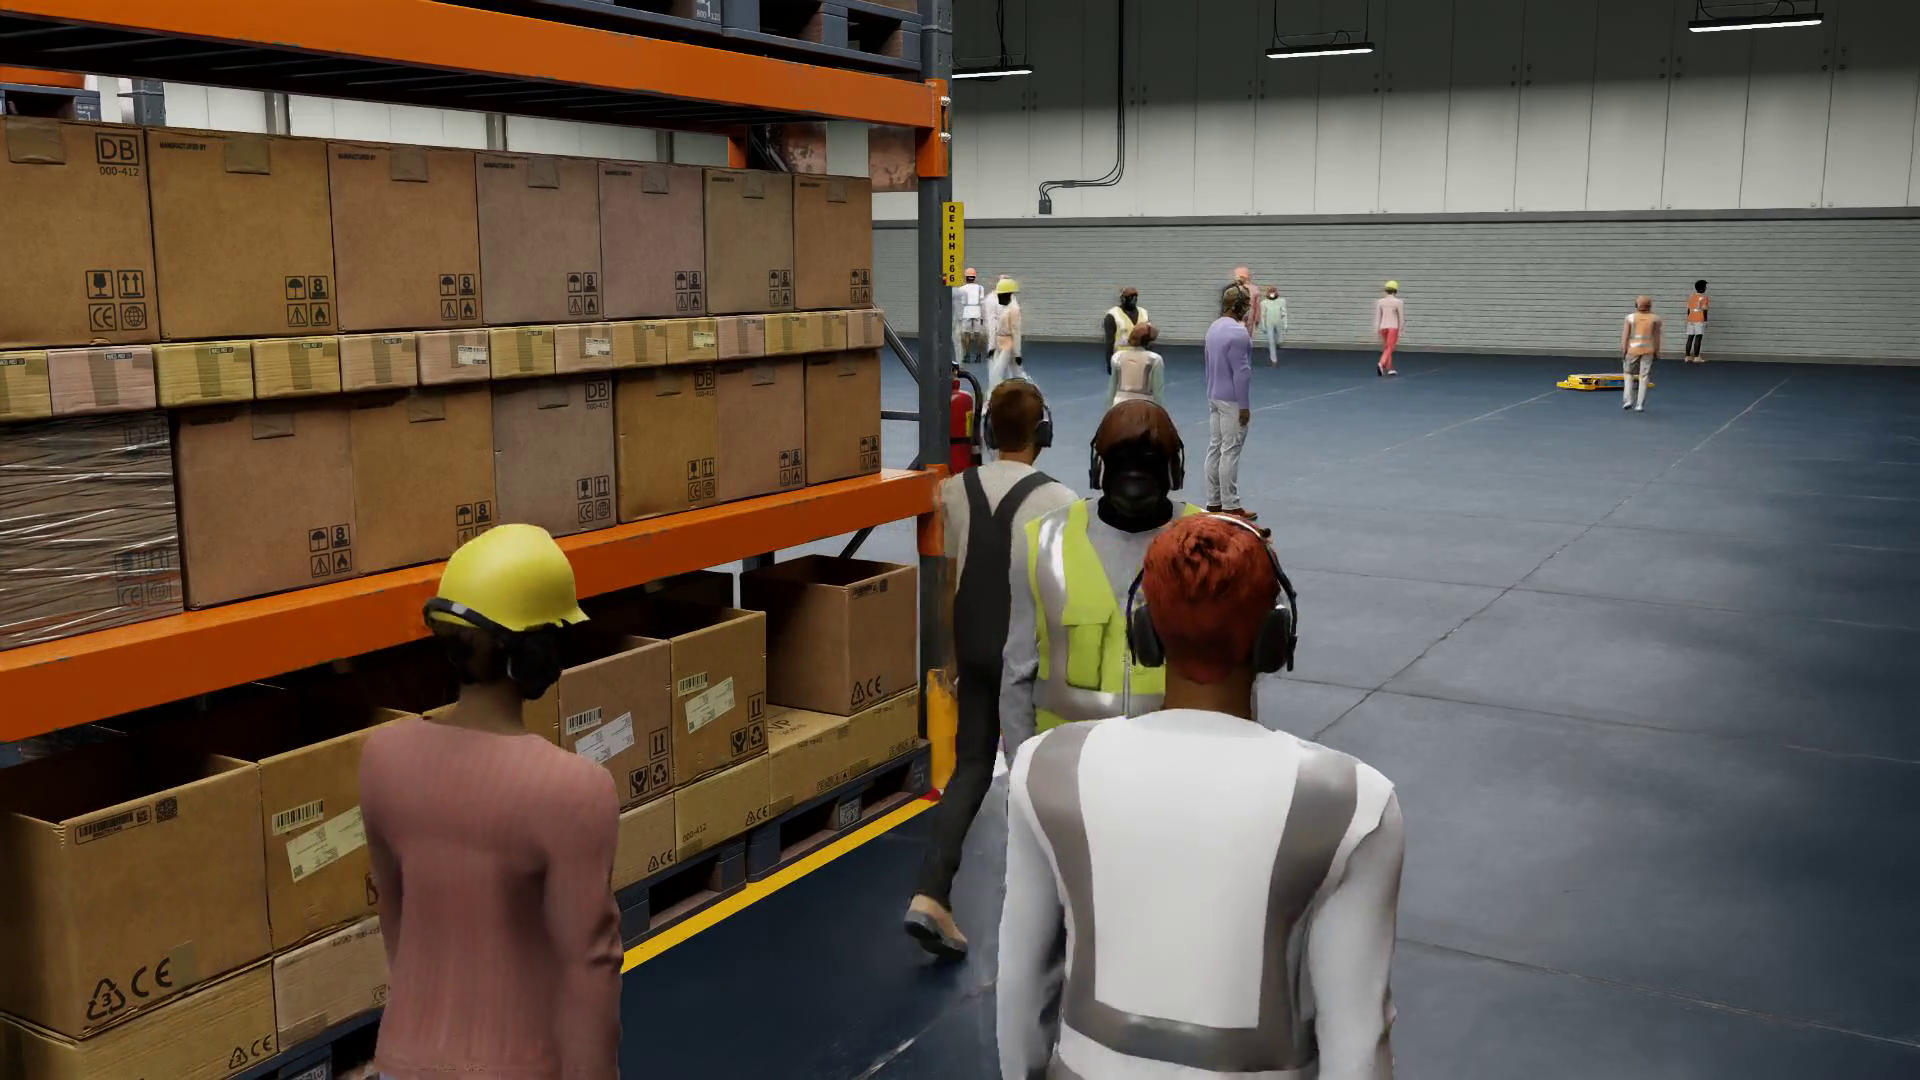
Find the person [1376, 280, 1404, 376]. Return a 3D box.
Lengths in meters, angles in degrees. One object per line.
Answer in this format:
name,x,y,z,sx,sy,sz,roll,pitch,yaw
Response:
person,7.797,-3.857,30.276,0.801,1.737,0.528,-9,14,-44

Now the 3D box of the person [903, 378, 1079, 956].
person,0.116,0.397,5.240,0.506,1.807,0.881,5,11,27

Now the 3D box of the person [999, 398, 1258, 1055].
person,0.404,0.580,4.023,0.627,1.845,0.429,1,10,7

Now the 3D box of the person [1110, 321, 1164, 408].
person,1.506,-1.053,14.205,0.545,1.612,0.619,5,11,26

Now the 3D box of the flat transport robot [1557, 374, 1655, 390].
flat transport robot,10.581,-2.601,27.242,1.431,0.197,0.652,-4,10,-20

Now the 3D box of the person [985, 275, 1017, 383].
person,0.718,-3.167,25.876,0.647,1.879,0.743,-7,12,-37

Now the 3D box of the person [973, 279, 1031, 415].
person,0.698,-2.649,22.858,1.027,1.873,0.597,-1,10,-8

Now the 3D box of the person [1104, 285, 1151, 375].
person,2.046,-2.219,20.466,0.638,1.821,0.636,-5,11,-27

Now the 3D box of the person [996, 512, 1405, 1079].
person,0.304,0.876,2.346,0.585,1.828,1.035,3,10,19

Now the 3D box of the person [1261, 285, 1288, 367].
person,6.190,-4.221,32.784,0.530,1.610,0.423,1,10,7

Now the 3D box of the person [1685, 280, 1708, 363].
person,15.066,-4.464,33.974,0.317,1.697,0.540,-3,10,-16

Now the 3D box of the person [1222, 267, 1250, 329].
person,5.251,-4.201,31.636,0.634,1.970,0.505,-6,11,-32

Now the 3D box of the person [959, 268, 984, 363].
person,0.219,-4.555,33.806,0.542,1.939,0.364,-4,10,-20

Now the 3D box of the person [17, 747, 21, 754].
person,-4.123,0.125,7.330,0.516,1.626,0.393,4,10,22

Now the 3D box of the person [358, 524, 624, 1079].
person,-0.742,0.848,2.731,0.538,1.751,0.448,4,10,21

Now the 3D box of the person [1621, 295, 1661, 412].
person,9.576,-2.632,23.450,0.541,1.616,0.603,2,10,11

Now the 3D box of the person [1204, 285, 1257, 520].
person,2.235,-1.130,13.769,0.373,1.935,0.628,-3,10,-16

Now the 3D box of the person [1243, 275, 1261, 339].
person,5.681,-4.452,33.357,0.690,1.880,0.437,0,10,1

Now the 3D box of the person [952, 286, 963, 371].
person,-0.276,-4.012,30.808,0.638,1.875,1.048,7,12,35
